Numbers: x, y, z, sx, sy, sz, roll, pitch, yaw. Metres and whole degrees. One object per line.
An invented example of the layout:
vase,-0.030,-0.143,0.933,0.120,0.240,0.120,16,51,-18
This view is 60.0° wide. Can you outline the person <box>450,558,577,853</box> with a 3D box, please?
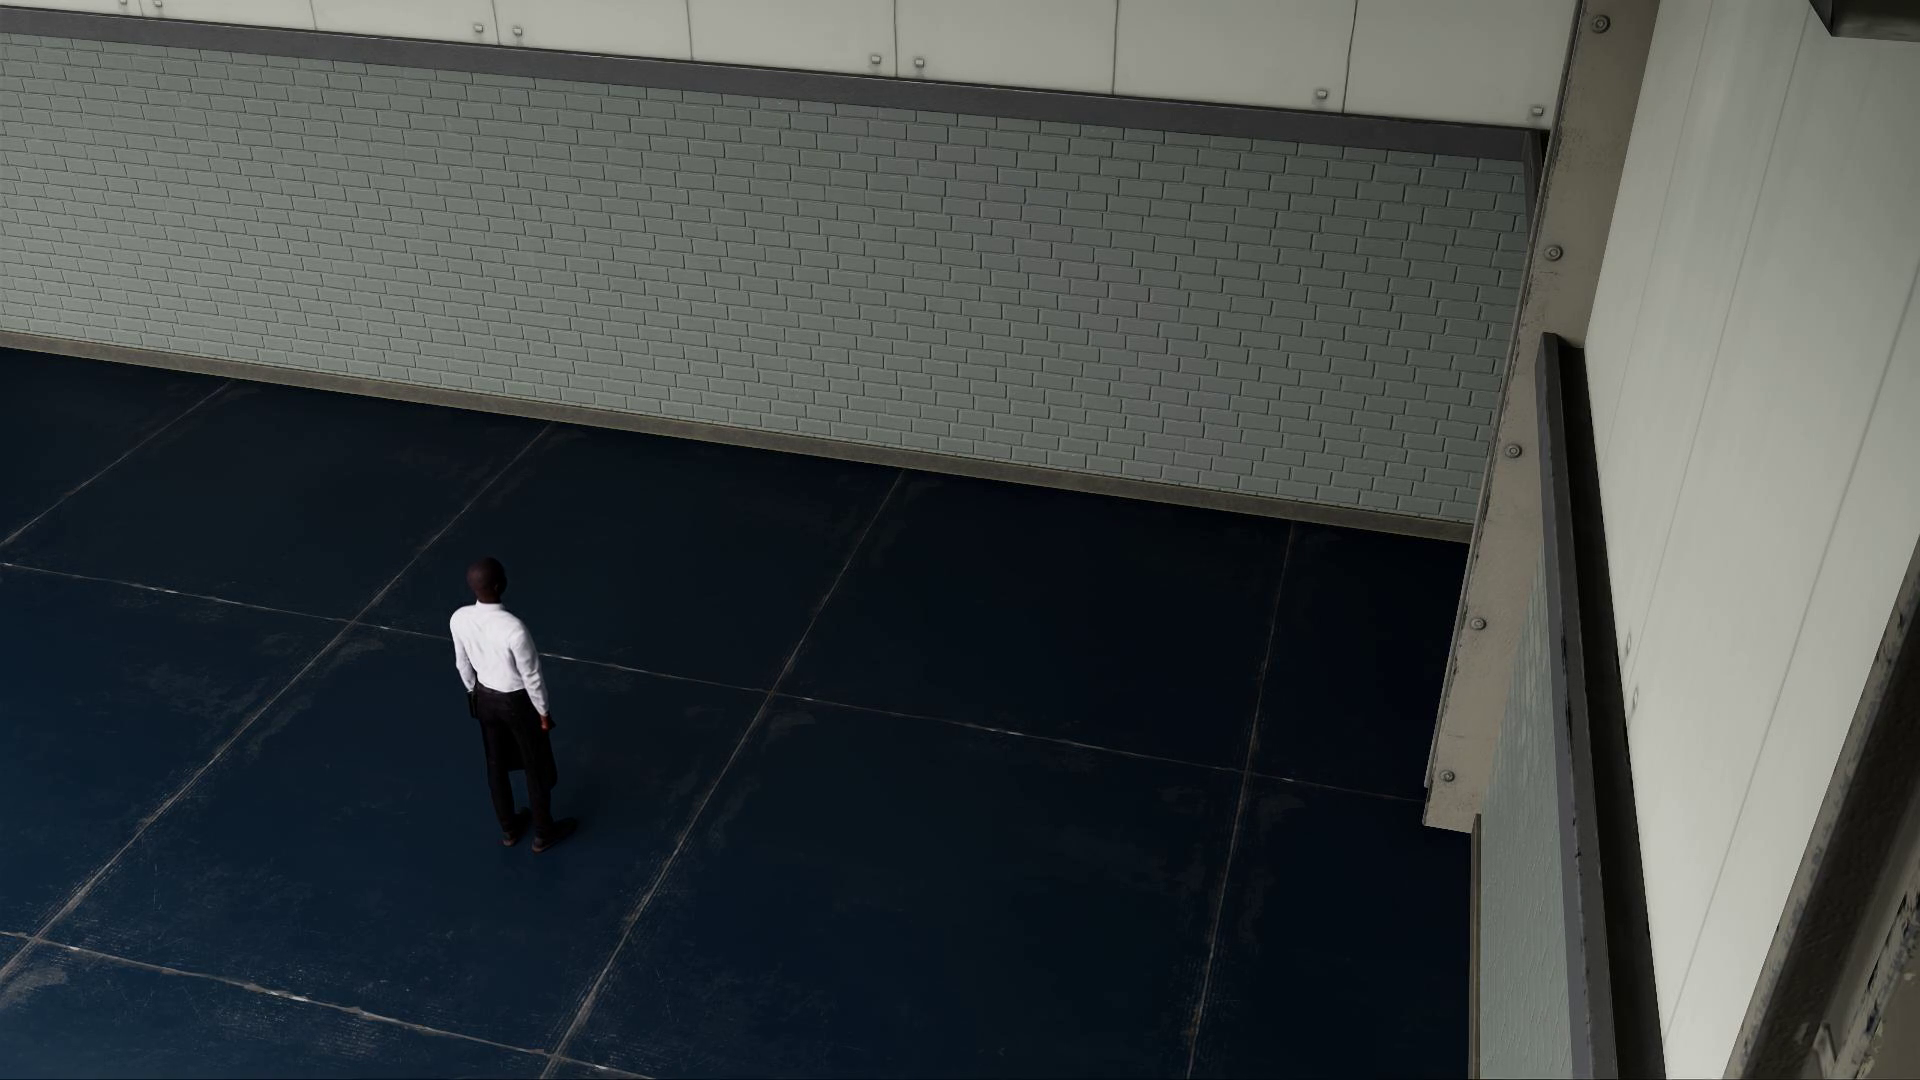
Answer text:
person,-2.428,0.894,8.926,0.645,1.836,0.541,10,34,16
